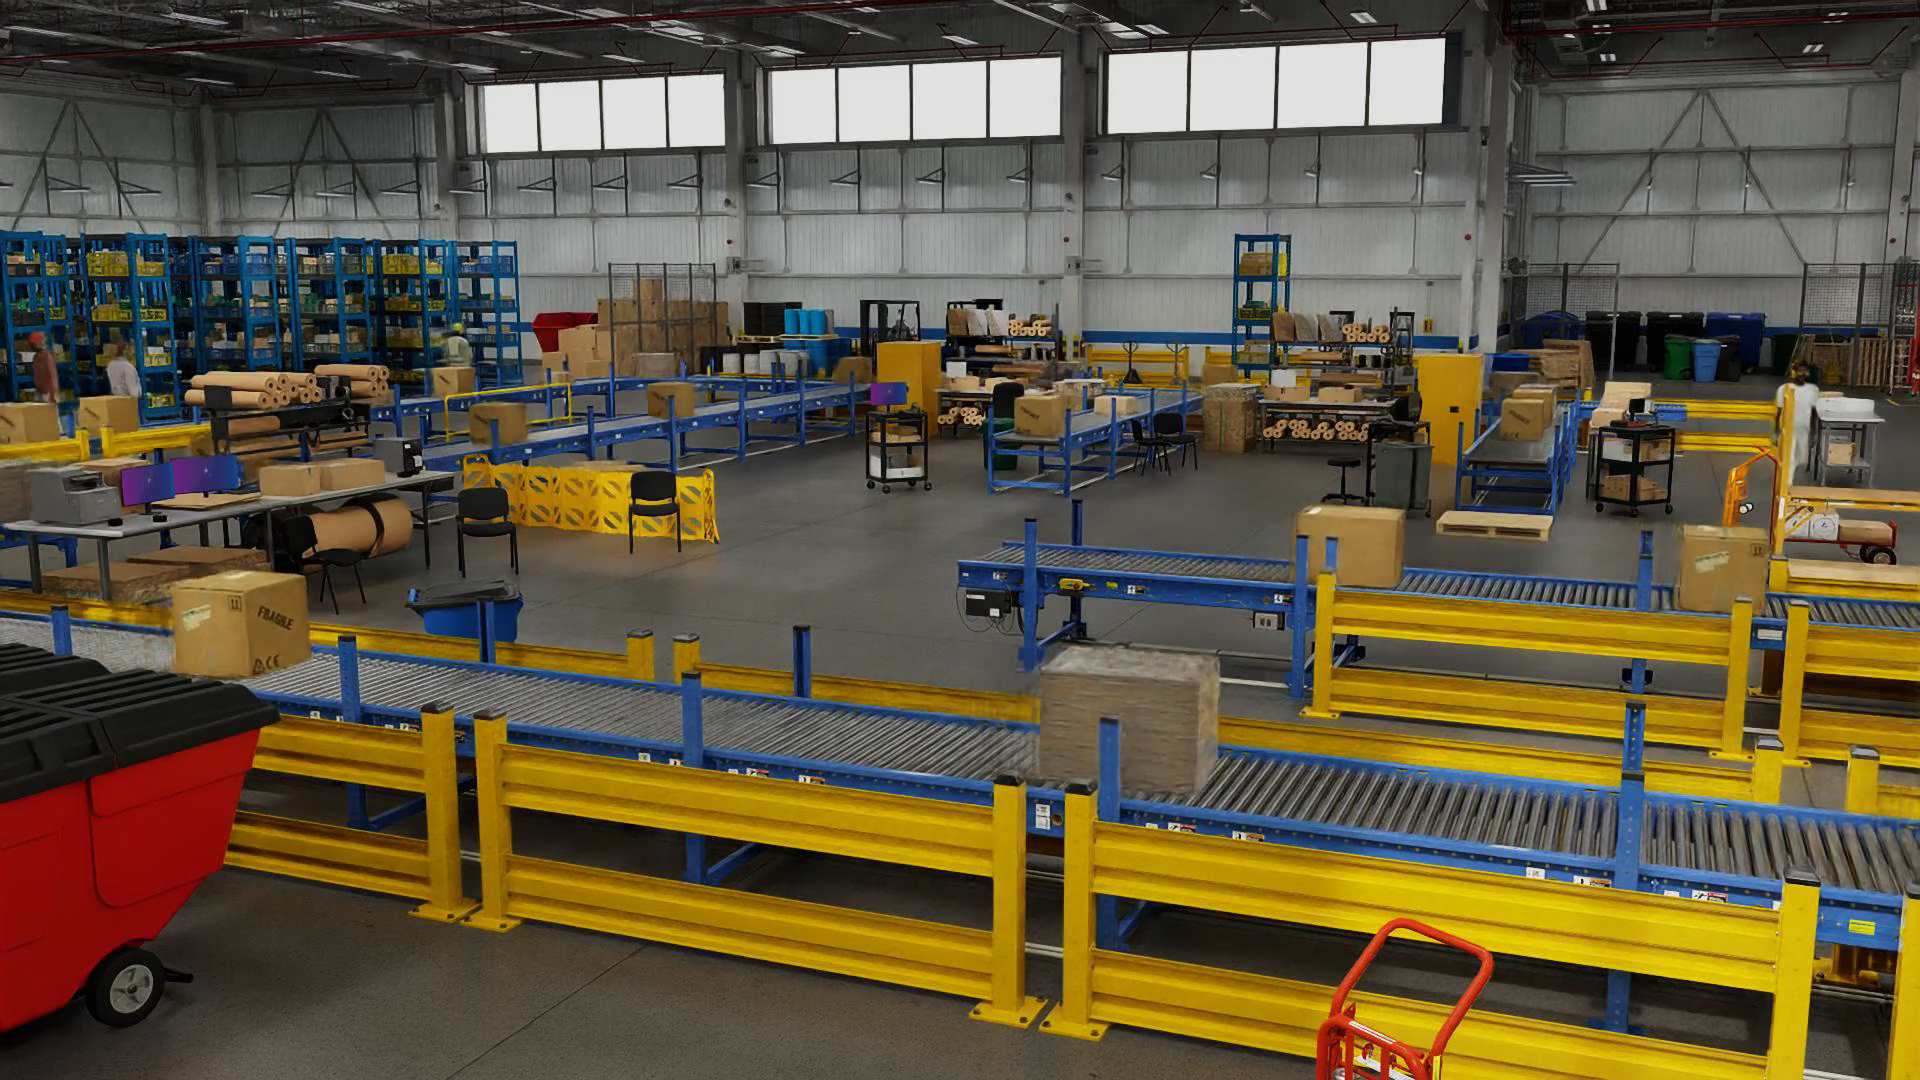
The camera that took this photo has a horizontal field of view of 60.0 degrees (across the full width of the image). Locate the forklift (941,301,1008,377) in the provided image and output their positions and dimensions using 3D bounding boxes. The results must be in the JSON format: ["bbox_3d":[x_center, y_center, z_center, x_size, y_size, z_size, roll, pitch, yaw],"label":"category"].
[{"bbox_3d":[0.365,-4.966,41.571,1.157,1.987,2.680,3,10,20],"label":"forklift"}]

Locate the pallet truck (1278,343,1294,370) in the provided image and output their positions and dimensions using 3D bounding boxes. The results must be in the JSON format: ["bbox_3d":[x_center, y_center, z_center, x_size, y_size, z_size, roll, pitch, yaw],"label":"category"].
[{"bbox_3d":[7.886,-4.163,39.743,0.653,1.274,1.630,4,10,22],"label":"pallet truck"}]

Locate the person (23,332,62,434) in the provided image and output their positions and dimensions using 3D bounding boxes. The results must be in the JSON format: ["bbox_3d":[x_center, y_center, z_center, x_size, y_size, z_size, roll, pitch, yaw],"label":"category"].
[{"bbox_3d":[-14.845,-2.380,26.935,0.673,1.967,0.489,7,12,35],"label":"person"}]

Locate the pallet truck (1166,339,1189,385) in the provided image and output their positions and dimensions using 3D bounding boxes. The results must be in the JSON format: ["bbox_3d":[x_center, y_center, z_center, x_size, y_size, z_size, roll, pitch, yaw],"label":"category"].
[{"bbox_3d":[5.418,-4.269,40.420,0.704,1.261,1.522,3,10,20],"label":"pallet truck"}]

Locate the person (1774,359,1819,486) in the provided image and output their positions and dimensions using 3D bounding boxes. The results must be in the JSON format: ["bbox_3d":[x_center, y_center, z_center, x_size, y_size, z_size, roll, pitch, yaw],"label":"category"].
[{"bbox_3d":[10.735,-1.406,21.367,0.534,1.856,0.632,1,9,7],"label":"person"}]

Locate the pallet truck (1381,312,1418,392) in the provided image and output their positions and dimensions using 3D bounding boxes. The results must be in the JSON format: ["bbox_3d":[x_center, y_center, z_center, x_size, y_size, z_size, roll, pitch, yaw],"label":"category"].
[{"bbox_3d":[10.207,-4.283,38.369,0.823,1.965,1.885,3,10,20],"label":"pallet truck"}]

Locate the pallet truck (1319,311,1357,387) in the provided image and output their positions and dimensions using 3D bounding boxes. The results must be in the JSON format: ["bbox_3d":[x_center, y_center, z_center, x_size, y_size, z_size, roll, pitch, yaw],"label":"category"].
[{"bbox_3d":[9.071,-4.419,39.190,0.823,1.965,1.885,5,10,26],"label":"pallet truck"}]

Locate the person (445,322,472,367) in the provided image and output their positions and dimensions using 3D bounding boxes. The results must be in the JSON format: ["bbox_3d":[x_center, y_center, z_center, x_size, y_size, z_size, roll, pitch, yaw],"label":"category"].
[{"bbox_3d":[-10.791,-3.778,35.848,0.598,1.817,0.456,4,10,24],"label":"person"}]

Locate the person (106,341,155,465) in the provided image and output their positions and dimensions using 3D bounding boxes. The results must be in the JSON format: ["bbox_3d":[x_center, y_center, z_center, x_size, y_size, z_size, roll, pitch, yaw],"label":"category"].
[{"bbox_3d":[-12.567,-2.046,25.141,0.649,1.897,0.425,7,12,36],"label":"person"}]

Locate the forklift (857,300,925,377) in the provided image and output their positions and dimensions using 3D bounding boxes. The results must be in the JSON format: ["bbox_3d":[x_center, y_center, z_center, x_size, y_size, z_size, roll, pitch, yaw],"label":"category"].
[{"bbox_3d":[-1.732,-5.109,42.468,1.157,1.987,2.680,4,10,22],"label":"forklift"}]

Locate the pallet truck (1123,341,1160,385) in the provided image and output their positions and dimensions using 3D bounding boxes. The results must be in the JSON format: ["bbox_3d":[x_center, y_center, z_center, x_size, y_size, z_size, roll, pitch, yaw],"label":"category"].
[{"bbox_3d":[4.445,-4.380,41.279,0.680,1.201,1.601,4,10,22],"label":"pallet truck"}]
